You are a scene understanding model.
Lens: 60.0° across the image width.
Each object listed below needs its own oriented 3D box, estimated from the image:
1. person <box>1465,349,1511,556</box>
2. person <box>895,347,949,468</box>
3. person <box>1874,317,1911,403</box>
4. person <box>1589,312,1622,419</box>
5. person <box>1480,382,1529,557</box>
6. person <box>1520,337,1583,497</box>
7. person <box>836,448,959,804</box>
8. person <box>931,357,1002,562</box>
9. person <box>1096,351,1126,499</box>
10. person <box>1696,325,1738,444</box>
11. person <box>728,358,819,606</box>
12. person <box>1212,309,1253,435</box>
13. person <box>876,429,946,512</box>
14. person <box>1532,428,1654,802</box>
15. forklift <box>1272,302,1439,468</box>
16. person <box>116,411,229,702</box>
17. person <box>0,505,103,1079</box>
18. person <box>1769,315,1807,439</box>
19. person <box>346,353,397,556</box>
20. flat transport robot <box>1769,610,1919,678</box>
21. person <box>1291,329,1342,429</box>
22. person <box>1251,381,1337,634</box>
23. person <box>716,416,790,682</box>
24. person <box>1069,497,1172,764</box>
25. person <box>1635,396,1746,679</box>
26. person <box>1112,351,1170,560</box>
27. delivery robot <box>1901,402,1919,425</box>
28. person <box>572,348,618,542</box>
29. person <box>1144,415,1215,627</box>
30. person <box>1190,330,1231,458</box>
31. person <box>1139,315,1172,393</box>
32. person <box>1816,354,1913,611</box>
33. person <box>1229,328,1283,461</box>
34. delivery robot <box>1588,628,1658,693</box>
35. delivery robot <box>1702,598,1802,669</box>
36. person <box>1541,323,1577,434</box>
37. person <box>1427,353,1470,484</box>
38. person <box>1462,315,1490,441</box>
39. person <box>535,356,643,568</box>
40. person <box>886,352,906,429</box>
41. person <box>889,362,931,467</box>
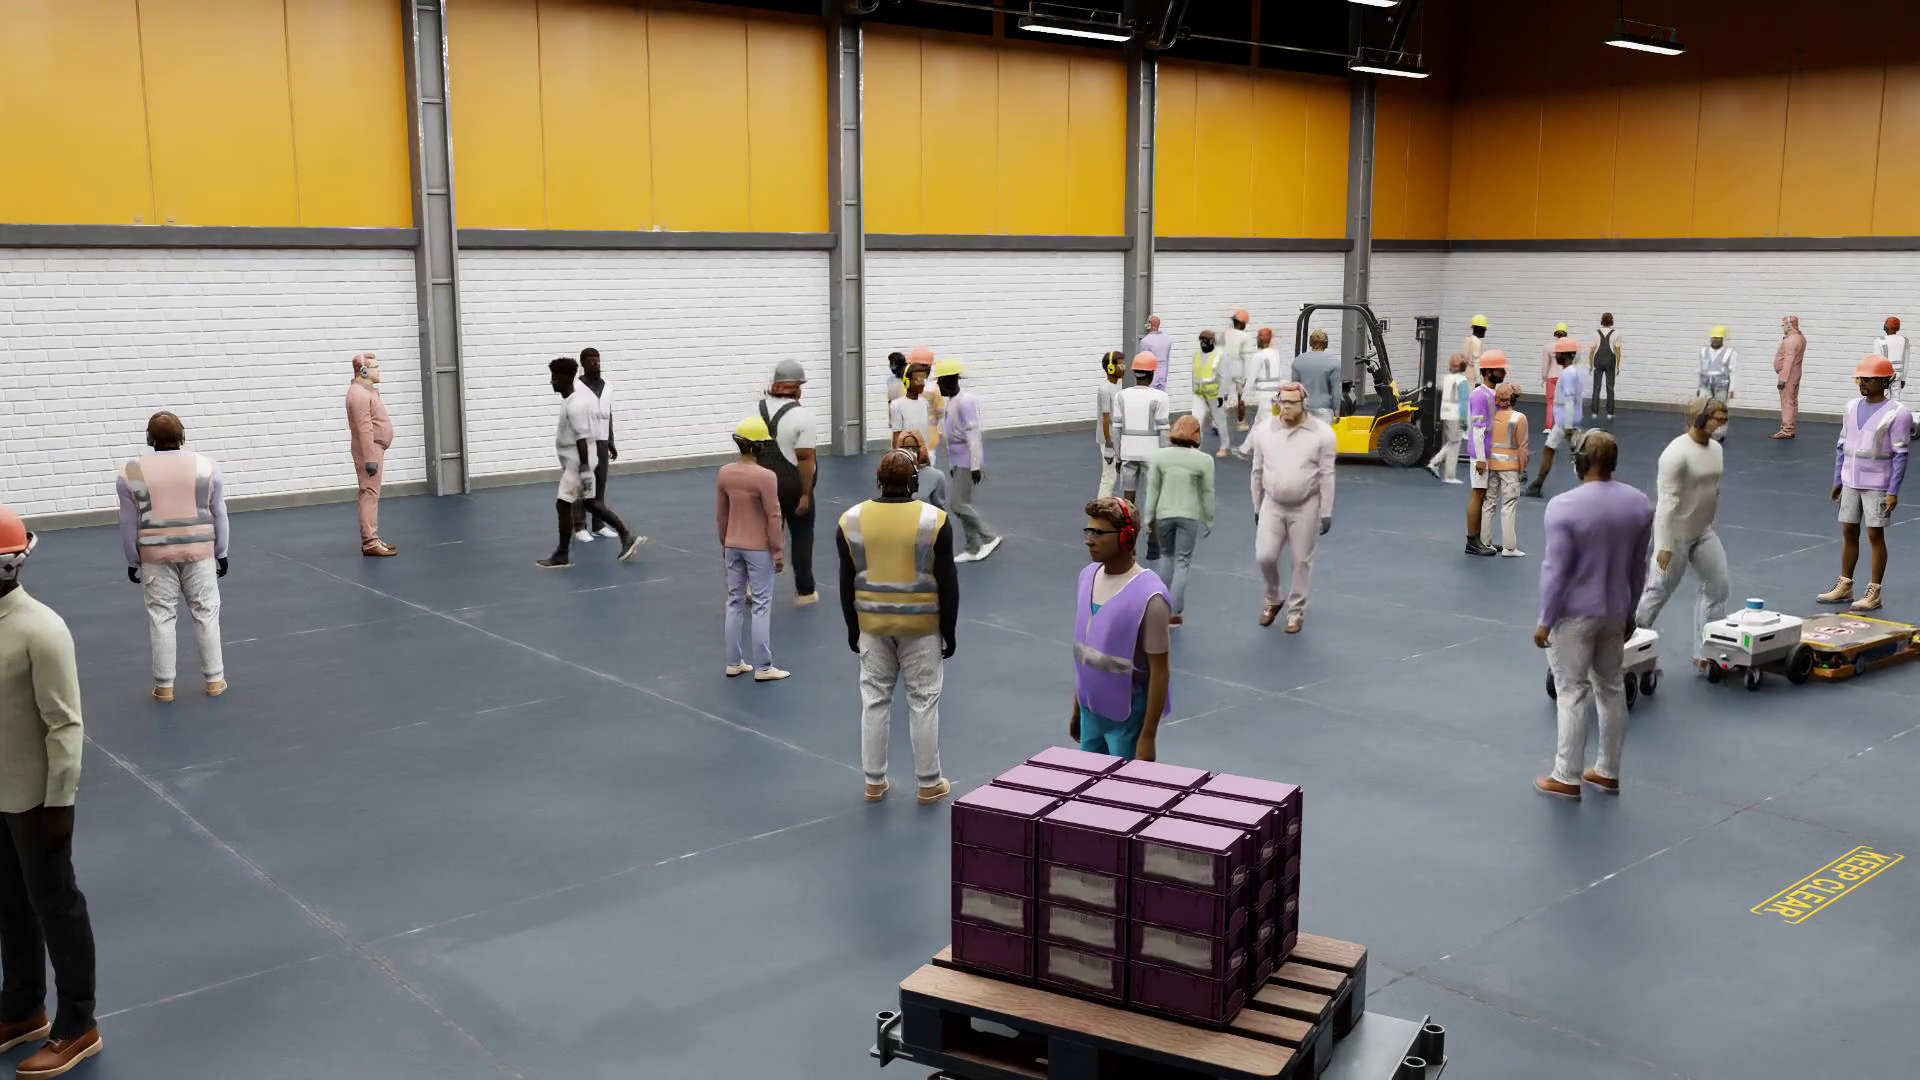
[{"bbox_3d":[4.983,-0.826,15.709,0.350,1.942,0.545,6,11,31],"label":"person"},{"bbox_3d":[-0.303,-0.988,16.771,0.558,1.904,0.892,7,12,37],"label":"person"},{"bbox_3d":[14.300,-2.488,25.616,0.572,1.883,0.354,0,10,-3],"label":"person"},{"bbox_3d":[11.149,-3.009,28.773,0.507,1.846,0.351,5,11,27],"label":"person"},{"bbox_3d":[5.099,-0.656,15.598,0.309,1.641,0.514,-7,12,-34],"label":"person"},{"bbox_3d":[7.047,-1.395,19.241,0.999,1.890,0.563,6,11,31],"label":"person"},{"bbox_3d":[-0.307,0.446,8.558,0.627,1.844,0.429,2,10,11],"label":"person"},{"bbox_3d":[0.027,-0.717,15.209,0.581,1.893,0.615,-2,10,-13],"label":"person"},{"bbox_3d":[1.535,-0.961,16.699,0.328,1.876,0.513,2,10,13],"label":"person"},{"bbox_3d":[11.275,-2.292,24.790,0.600,1.813,0.829,9,13,41],"label":"person"},{"bbox_3d":[-1.451,-0.451,13.225,0.688,2.000,0.799,6,11,29],"label":"person"},{"bbox_3d":[4.312,-2.659,26.319,0.634,1.997,1.066,7,12,35],"label":"person"},{"bbox_3d":[-0.341,0.041,11.535,0.498,1.634,0.279,-1,10,-4],"label":"person"},{"bbox_3d":[3.260,0.389,8.607,0.634,1.937,0.354,-4,10,-20],"label":"person"},{"bbox_3d":[5.320,-2.157,22.763,2.313,2.155,1.214,3,10,16],"label":"forklift"},{"bbox_3d":[-4.973,0.103,10.562,0.626,1.847,0.429,-5,11,-27],"label":"person"},{"bbox_3d":[-3.261,0.853,5.728,0.612,1.995,0.382,5,11,28],"label":"person"},{"bbox_3d":[12.773,-2.508,25.678,0.407,1.903,0.639,8,13,40],"label":"person"},{"bbox_3d":[-5.543,-0.804,15.675,0.409,1.913,0.642,-3,10,-19],"label":"person"},{"bbox_3d":[6.122,0.712,11.592,1.431,0.197,0.652,-7,12,-35],"label":"flat transport robot"},{"bbox_3d":[4.318,-1.583,20.149,0.636,1.939,0.365,6,11,31],"label":"person"},{"bbox_3d":[2.468,-0.234,12.405,0.646,1.892,0.431,4,10,22],"label":"person"},{"bbox_3d":[-1.377,0.056,11.058,0.534,1.767,0.318,7,12,35],"label":"person"},{"bbox_3d":[0.653,0.732,6.869,0.384,1.845,0.569,-6,11,-30],"label":"person"},{"bbox_3d":[4.875,0.001,11.004,0.669,1.894,0.871,-7,12,-36],"label":"person"},{"bbox_3d":[1.692,-0.785,15.482,0.547,1.938,0.379,5,11,26],"label":"person"},{"bbox_3d":[14.527,-1.897,25.759,0.707,0.478,0.477,8,12,38],"label":"delivery robot"},{"bbox_3d":[-3.671,-0.952,16.517,0.374,1.917,0.596,7,12,35],"label":"person"},{"bbox_3d":[1.698,-0.159,12.786,0.516,1.594,0.696,3,10,19],"label":"person"},{"bbox_3d":[3.463,-2.004,23.056,0.633,1.802,0.956,8,12,38],"label":"person"},{"bbox_3d":[2.950,-2.494,25.579,0.639,1.910,0.407,-9,13,-42],"label":"person"},{"bbox_3d":[7.212,-0.457,13.250,0.377,2.045,0.605,-4,10,-21],"label":"person"},{"bbox_3d":[3.998,-1.922,22.400,0.968,1.839,0.592,8,13,40],"label":"person"},{"bbox_3d":[4.121,0.703,10.539,0.707,0.478,0.477,-9,13,-43],"label":"delivery robot"},{"bbox_3d":[5.224,0.630,10.966,0.707,0.478,0.477,-7,12,-35],"label":"delivery robot"},{"bbox_3d":[9.459,-2.545,26.286,0.523,1.769,0.316,2,10,14],"label":"person"},{"bbox_3d":[6.093,-1.490,20.538,0.389,1.625,0.521,-2,10,-10],"label":"person"},{"bbox_3d":[7.872,-2.478,25.432,0.385,1.922,0.594,0,10,2],"label":"person"},{"bbox_3d":[-3.372,-0.705,15.063,0.917,1.932,0.610,-2,10,-11],"label":"person"},{"bbox_3d":[-0.677,-1.530,20.743,0.842,1.631,0.544,-8,13,-40],"label":"person"},{"bbox_3d":[-0.415,-0.649,14.878,0.328,1.875,0.513,7,12,34],"label":"person"}]
